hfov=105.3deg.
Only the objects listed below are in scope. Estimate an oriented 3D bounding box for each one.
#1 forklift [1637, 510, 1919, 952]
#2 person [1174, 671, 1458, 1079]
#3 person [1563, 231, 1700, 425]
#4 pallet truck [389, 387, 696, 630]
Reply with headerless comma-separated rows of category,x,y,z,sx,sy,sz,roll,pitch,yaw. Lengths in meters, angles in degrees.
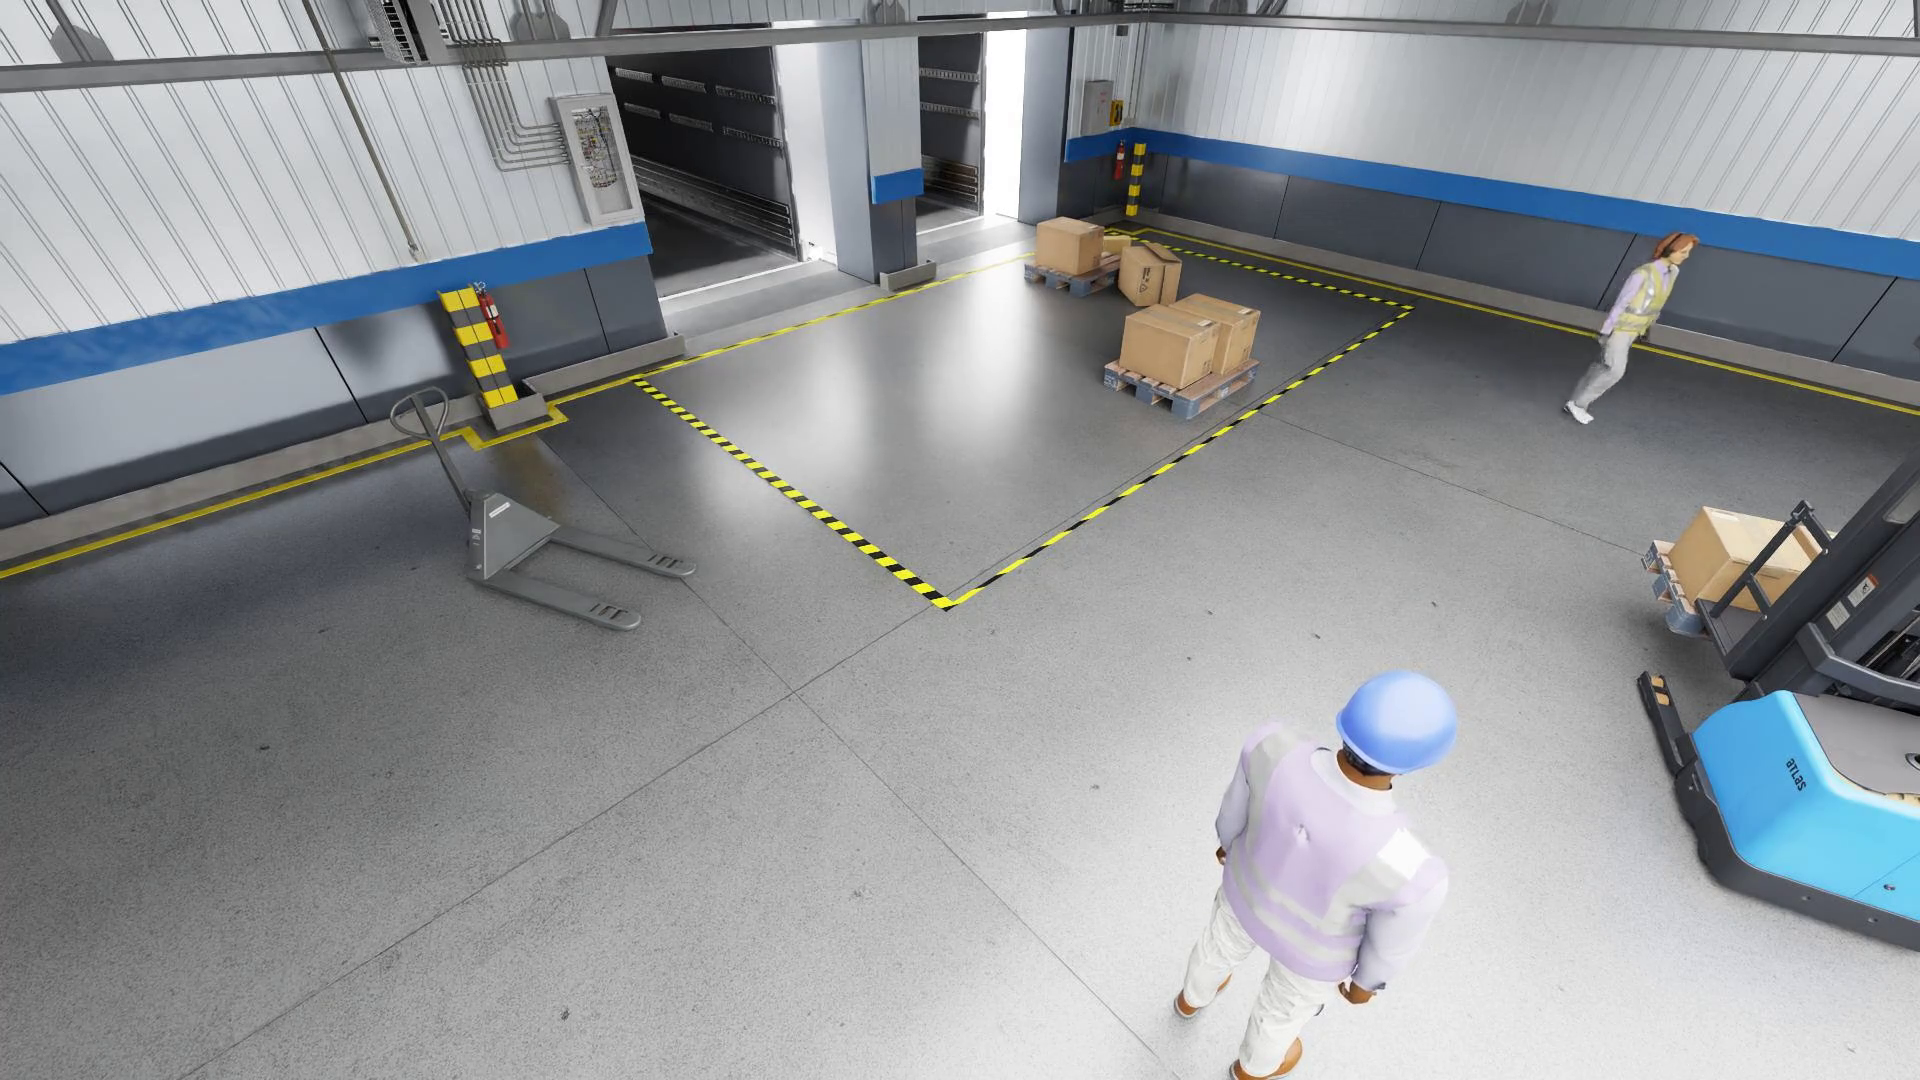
forklift,3.839,0.603,2.839,0.716,2.013,0.776,16,41,20
person,1.026,1.113,2.252,0.386,1.949,0.603,-20,42,-24
person,5.657,-1.756,6.217,0.535,1.626,0.381,-16,41,-20
pallet truck,-2.613,-0.247,4.593,1.601,1.201,0.680,14,40,17
